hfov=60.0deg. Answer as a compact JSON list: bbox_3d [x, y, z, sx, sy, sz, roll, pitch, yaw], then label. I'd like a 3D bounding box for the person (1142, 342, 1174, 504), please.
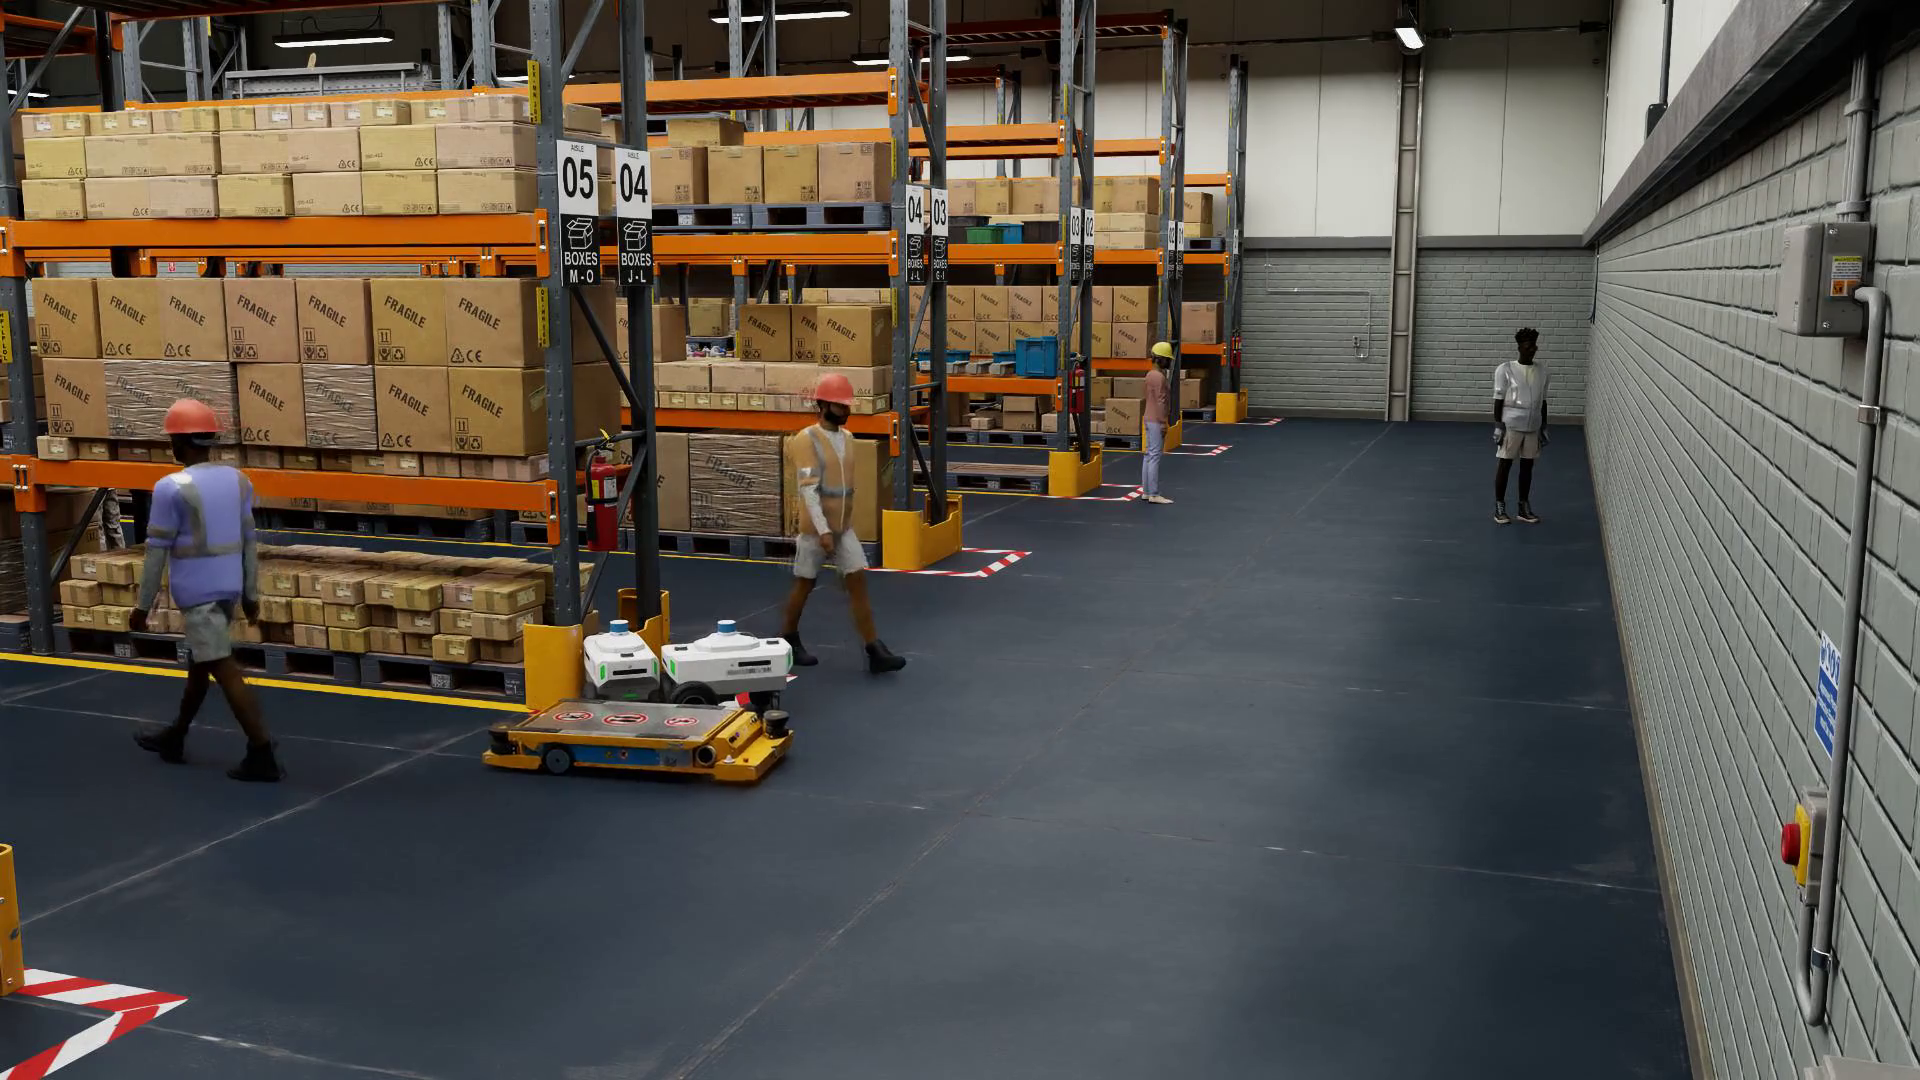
[{"bbox_3d":[2.167,-1.277,18.166,0.318,1.764,0.522,-1,9,-8],"label":"person"}]

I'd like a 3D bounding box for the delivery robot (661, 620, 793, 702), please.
[{"bbox_3d":[-1.302,0.693,9.327,0.707,0.478,0.477,-3,10,-18],"label":"delivery robot"}]

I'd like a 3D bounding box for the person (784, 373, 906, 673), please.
[{"bbox_3d":[-0.799,-0.097,10.422,0.971,1.890,0.557,8,12,40],"label":"person"}]

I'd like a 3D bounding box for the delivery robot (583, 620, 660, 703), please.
[{"bbox_3d":[-1.906,0.692,9.333,0.477,0.478,0.707,-3,10,-20],"label":"delivery robot"}]

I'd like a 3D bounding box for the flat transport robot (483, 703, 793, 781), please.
[{"bbox_3d":[-1.633,1.010,8.521,1.431,0.197,0.652,2,9,10],"label":"flat transport robot"}]

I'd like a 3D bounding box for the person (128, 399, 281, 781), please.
[{"bbox_3d":[-3.787,0.248,8.252,0.990,1.882,0.563,3,10,19],"label":"person"}]

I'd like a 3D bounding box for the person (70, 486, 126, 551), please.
[{"bbox_3d":[-6.771,-0.384,13.006,0.318,1.630,0.513,1,9,5],"label":"person"}]

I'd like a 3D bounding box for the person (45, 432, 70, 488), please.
[{"bbox_3d":[-8.754,-0.900,15.912,0.573,1.722,0.449,-3,9,-16],"label":"person"}]

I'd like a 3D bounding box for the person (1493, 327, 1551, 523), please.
[{"bbox_3d":[5.643,-1.148,16.718,0.603,1.967,0.366,-2,9,-11],"label":"person"}]
